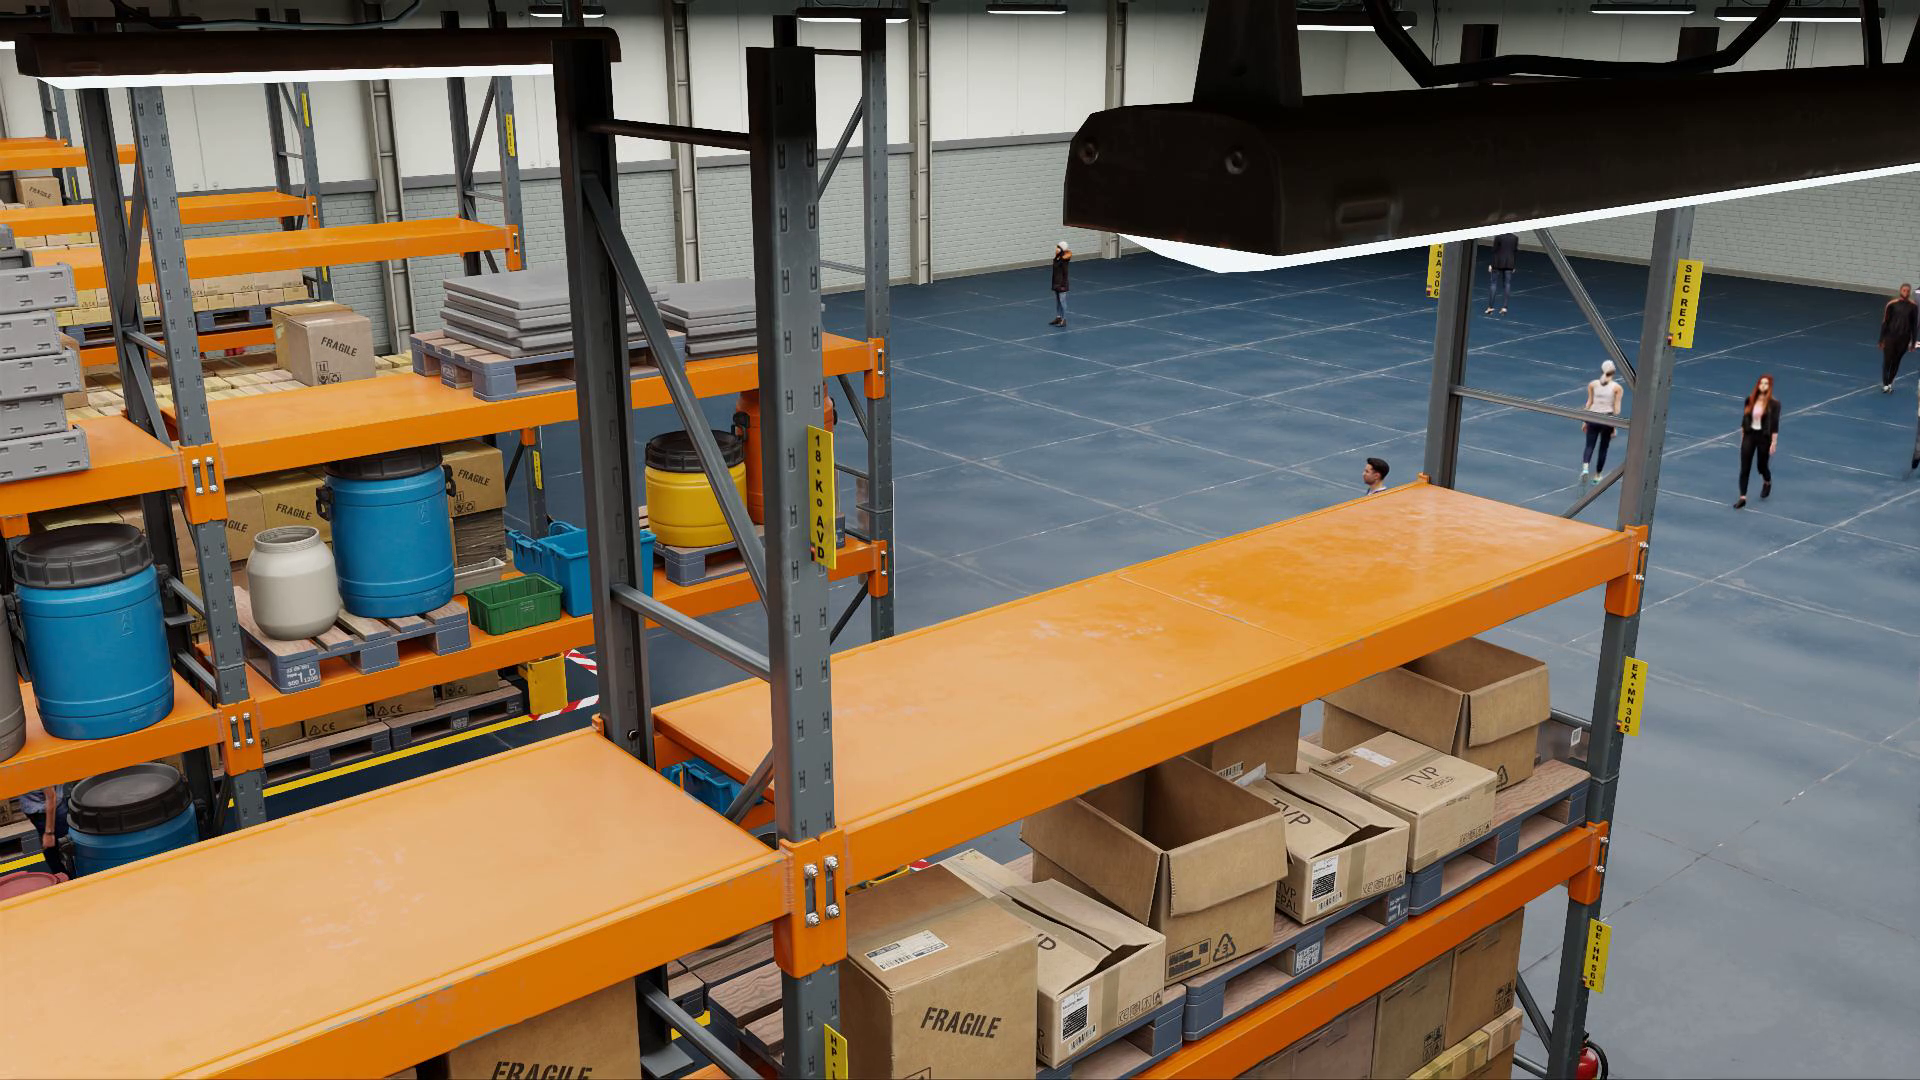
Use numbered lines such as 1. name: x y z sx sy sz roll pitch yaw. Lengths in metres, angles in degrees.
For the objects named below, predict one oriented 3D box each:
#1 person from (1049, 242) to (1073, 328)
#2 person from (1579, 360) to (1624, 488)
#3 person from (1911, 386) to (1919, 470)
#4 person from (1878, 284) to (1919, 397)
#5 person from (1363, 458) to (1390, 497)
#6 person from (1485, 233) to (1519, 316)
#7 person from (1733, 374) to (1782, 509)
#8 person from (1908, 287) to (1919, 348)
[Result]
1. person: 1.957 -4.988 32.361 0.697 1.629 0.694 -8 20 -23
2. person: 8.237 -1.467 21.465 0.812 1.681 1.081 11 21 31
3. person: 12.929 -1.630 22.137 0.652 1.575 0.797 16 24 40
4. person: 15.028 -3.214 26.677 0.989 1.775 1.207 8 20 22
5. person: 4.073 0.079 16.445 0.757 1.849 0.707 1 18 2
6. person: 9.850 -4.994 30.294 0.819 1.781 0.791 1 18 4
7. person: 9.999 -1.247 20.777 0.662 1.689 1.059 17 25 42
8. person: 17.631 -4.442 30.467 0.705 1.764 0.524 13 22 35
